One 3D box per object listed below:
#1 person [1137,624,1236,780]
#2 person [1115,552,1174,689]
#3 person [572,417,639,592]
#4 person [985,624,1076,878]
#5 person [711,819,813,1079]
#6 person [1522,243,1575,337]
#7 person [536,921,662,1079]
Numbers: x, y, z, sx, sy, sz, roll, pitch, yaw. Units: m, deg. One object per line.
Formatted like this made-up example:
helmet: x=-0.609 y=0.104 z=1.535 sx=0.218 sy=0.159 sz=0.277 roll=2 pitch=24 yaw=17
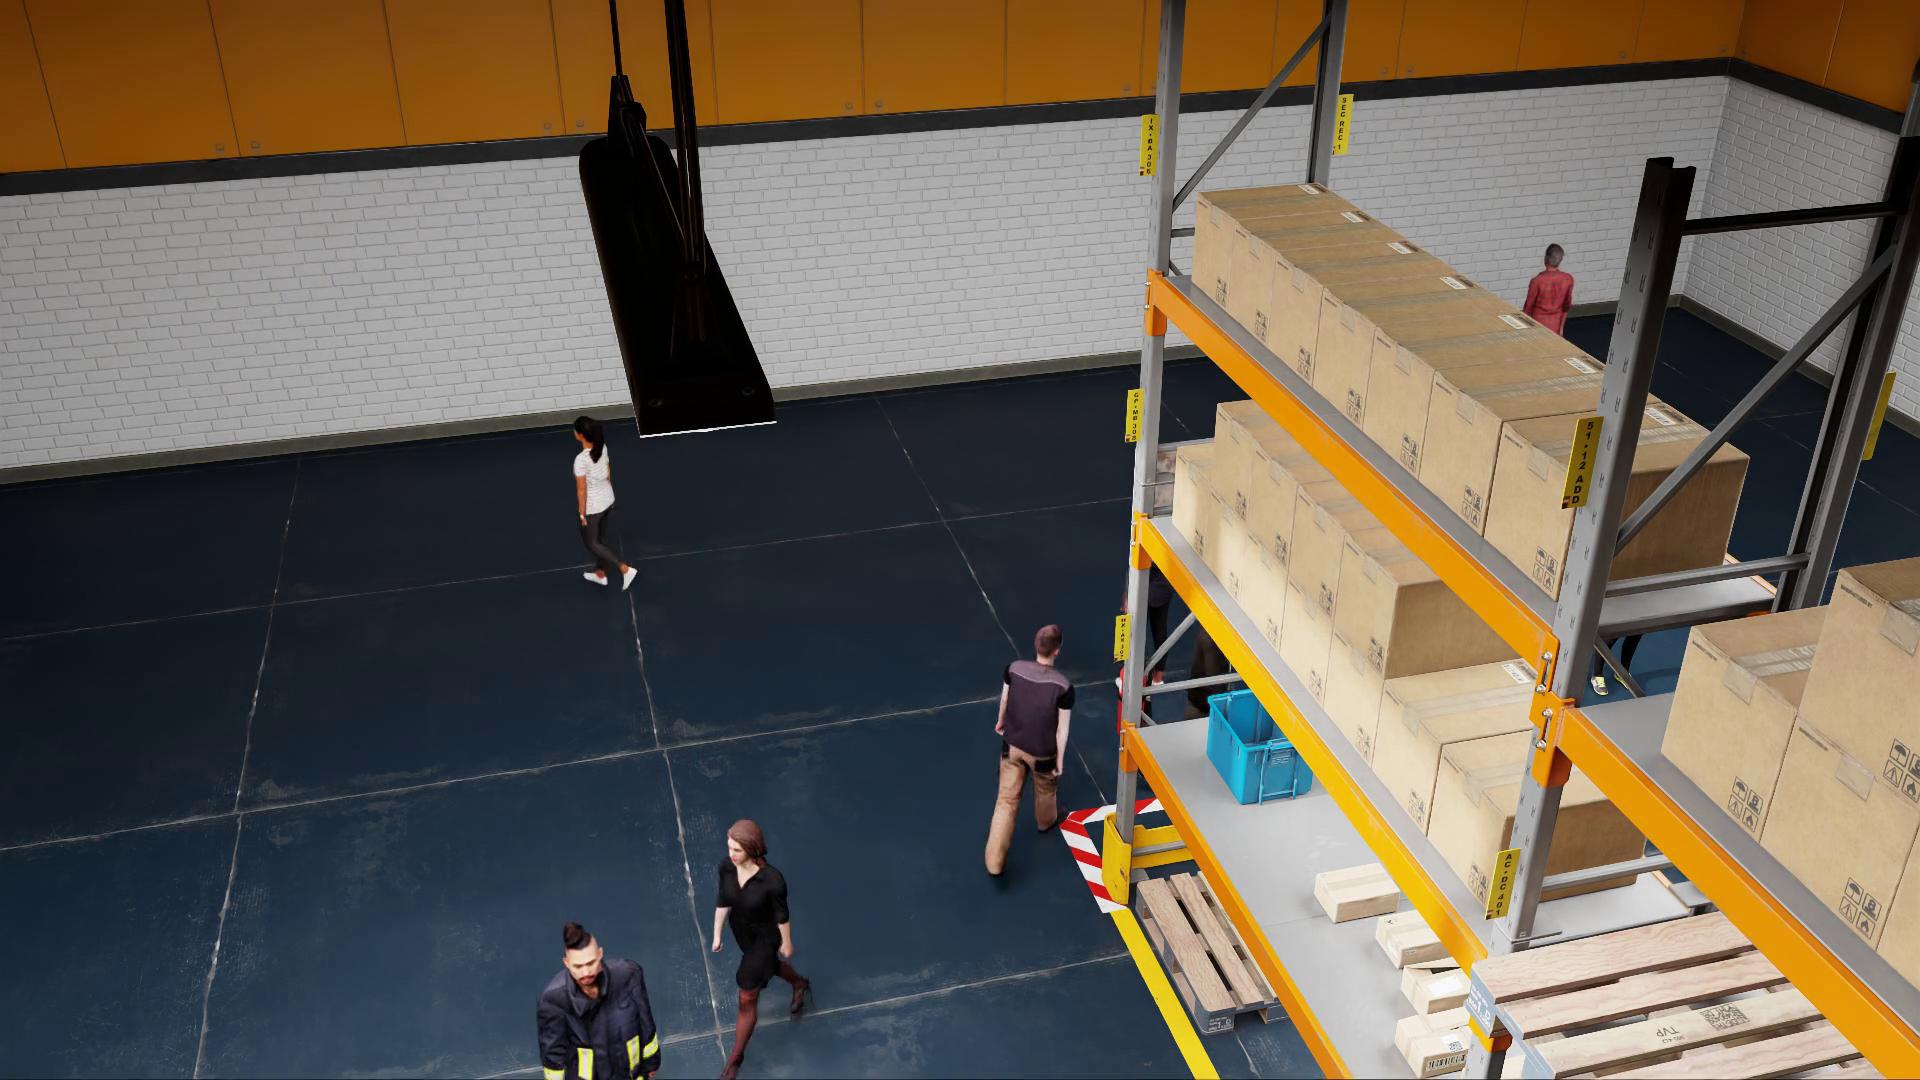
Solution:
person: x=1.652 y=1.061 z=11.642 sx=1.180 sy=1.753 sz=1.243 roll=8 pitch=30 yaw=15
person: x=1.493 y=0.426 z=12.829 sx=0.679 sy=1.730 sz=0.694 roll=-16 pitch=33 yaw=-27
person: x=-3.044 y=-0.278 z=14.228 sx=0.946 sy=1.627 sz=0.916 roll=13 pitch=31 yaw=22
person: x=0.431 y=1.420 z=10.946 sx=1.271 sy=1.789 sz=1.327 roll=14 pitch=31 yaw=23
person: x=-1.112 y=2.256 z=9.559 sx=1.092 sy=1.651 sz=1.120 roll=18 pitch=33 yaw=29
person: x=6.174 y=-2.244 z=17.607 sx=0.718 sy=1.843 sz=0.655 roll=-4 pitch=29 yaw=-7
person: x=-1.847 y=2.672 z=8.599 sx=0.821 sy=1.839 sz=0.921 roll=-12 pitch=31 yaw=-20
